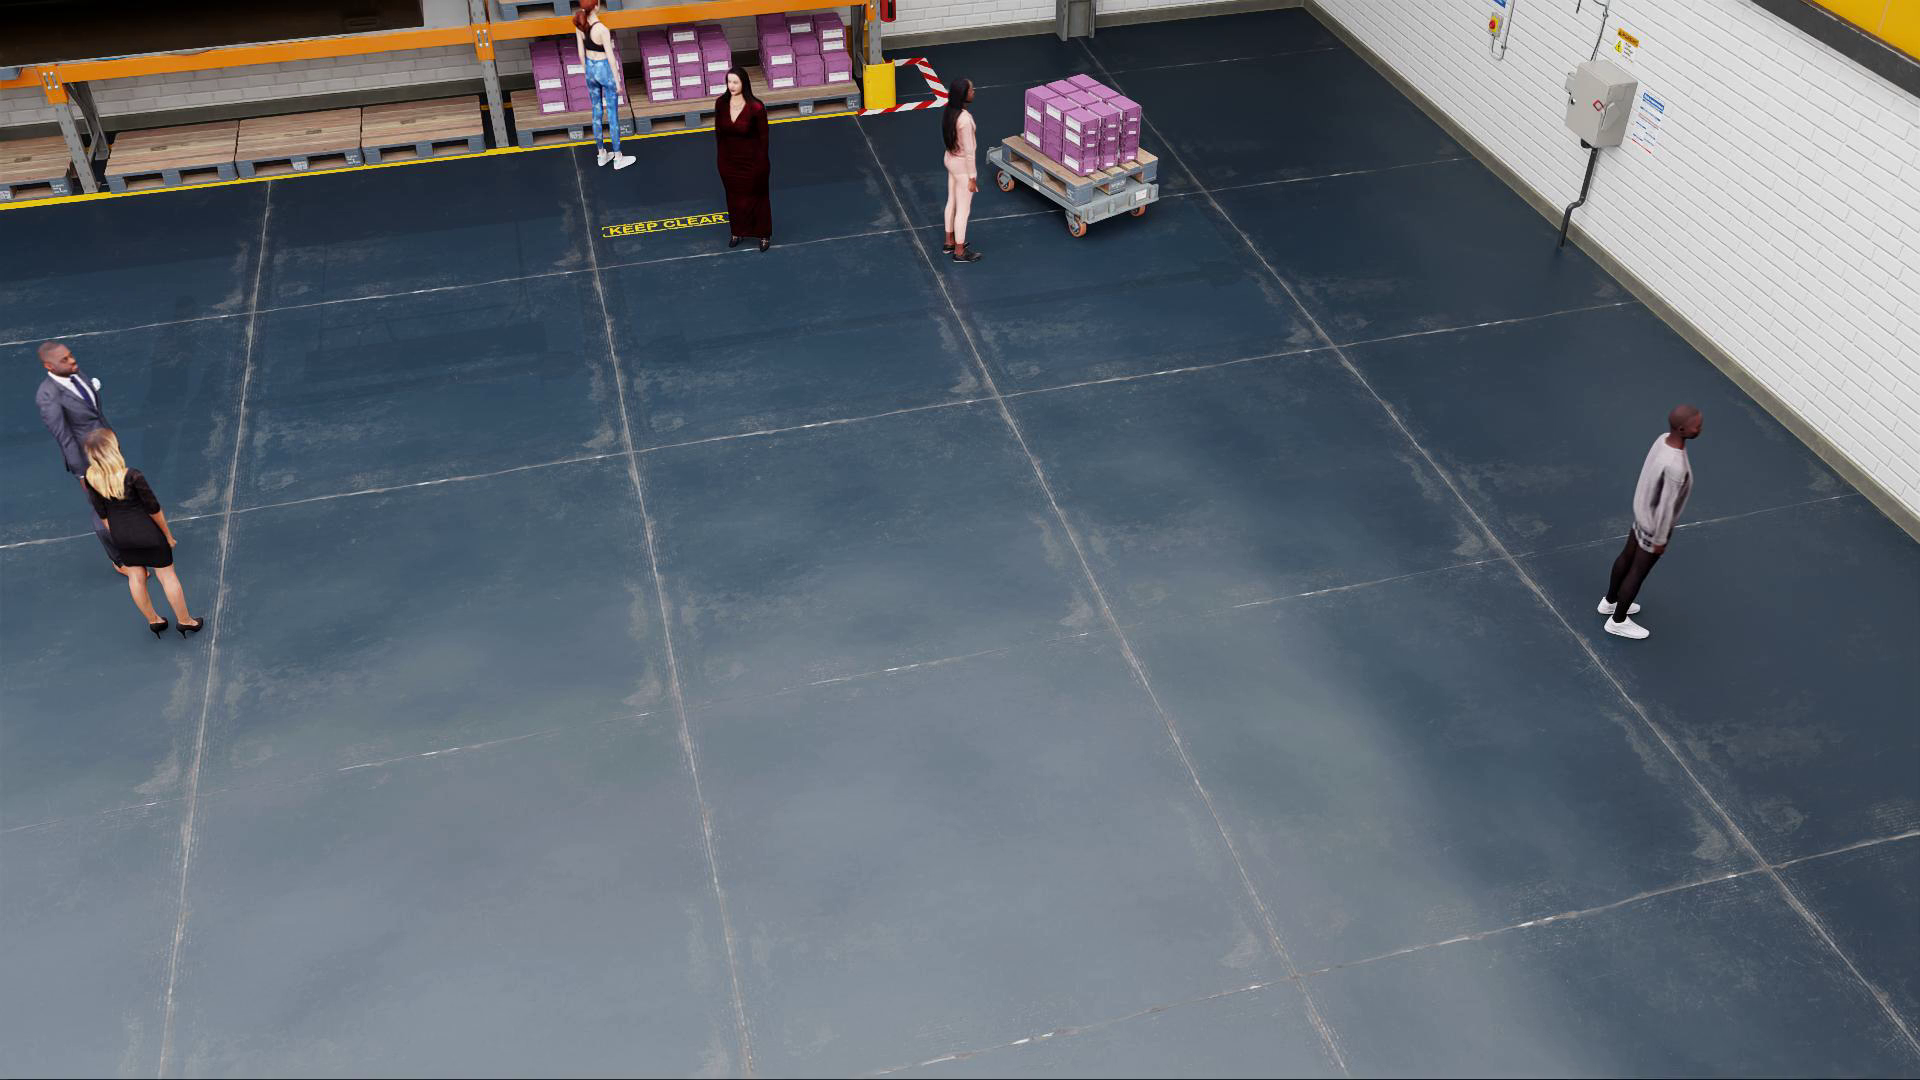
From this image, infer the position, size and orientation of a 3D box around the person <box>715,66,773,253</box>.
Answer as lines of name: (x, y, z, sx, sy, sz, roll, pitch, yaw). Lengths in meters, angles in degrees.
person: (-1.965, -3.466, 15.125, 0.721, 1.757, 0.823, 11, 40, 13)

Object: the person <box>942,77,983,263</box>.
person: (0.001, -3.344, 15.003, 0.553, 1.720, 0.645, -14, 41, -17)

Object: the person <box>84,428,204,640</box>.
person: (-5.380, -0.027, 10.884, 0.497, 1.677, 0.660, 2, 39, 2)

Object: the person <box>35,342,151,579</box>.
person: (-5.974, -0.577, 11.455, 0.701, 1.824, 0.751, 0, 39, 0)

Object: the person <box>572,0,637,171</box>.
person: (-3.548, -4.548, 16.458, 0.682, 1.785, 0.747, 17, 42, 20)

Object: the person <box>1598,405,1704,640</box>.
person: (4.553, -0.143, 10.953, 0.665, 1.772, 0.686, 5, 39, 6)
